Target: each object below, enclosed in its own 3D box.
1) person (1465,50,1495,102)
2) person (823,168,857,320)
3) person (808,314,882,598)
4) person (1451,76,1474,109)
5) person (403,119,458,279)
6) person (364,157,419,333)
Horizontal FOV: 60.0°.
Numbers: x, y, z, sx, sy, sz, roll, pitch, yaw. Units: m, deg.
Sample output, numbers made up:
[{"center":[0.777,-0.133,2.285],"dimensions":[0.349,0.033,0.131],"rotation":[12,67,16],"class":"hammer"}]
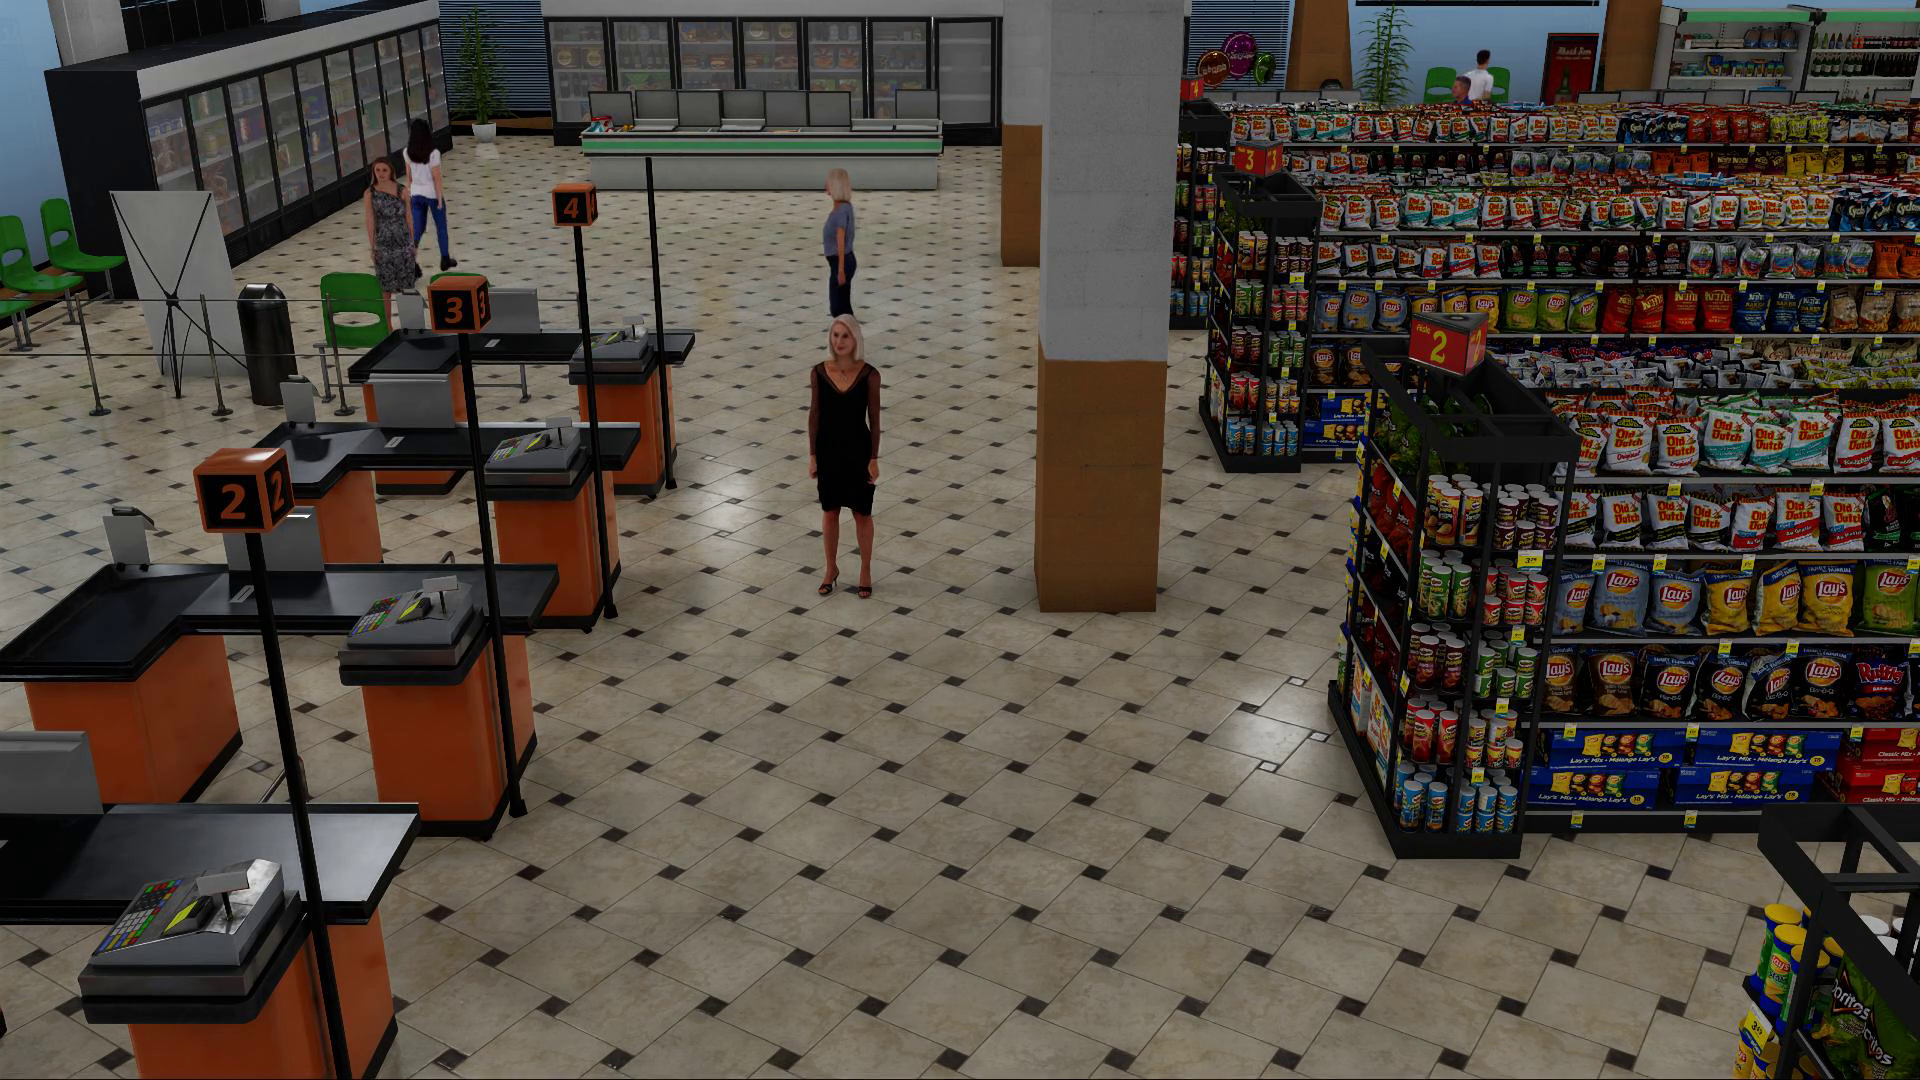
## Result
[{"center":[7.115,-5.850,23.160],"dimensions":[1.139,1.819,1.060],"rotation":[-19,28,-39],"class":"person"},{"center":[-1.027,-2.410,14.796],"dimensions":[0.504,1.671,0.598],"rotation":[-1,22,-2],"class":"person"},{"center":[-0.680,-0.501,9.940],"dimensions":[0.503,1.749,0.684],"rotation":[4,22,10],"class":"person"},{"center":[6.143,-4.757,20.507],"dimensions":[0.588,1.768,0.749],"rotation":[-3,22,-7],"class":"person"},{"center":[-5.755,-3.608,17.800],"dimensions":[1.092,1.654,0.848],"rotation":[5,22,11],"class":"person"},{"center":[-5.300,-2.734,15.561],"dimensions":[0.566,1.701,0.699],"rotation":[-10,24,-23],"class":"person"}]
